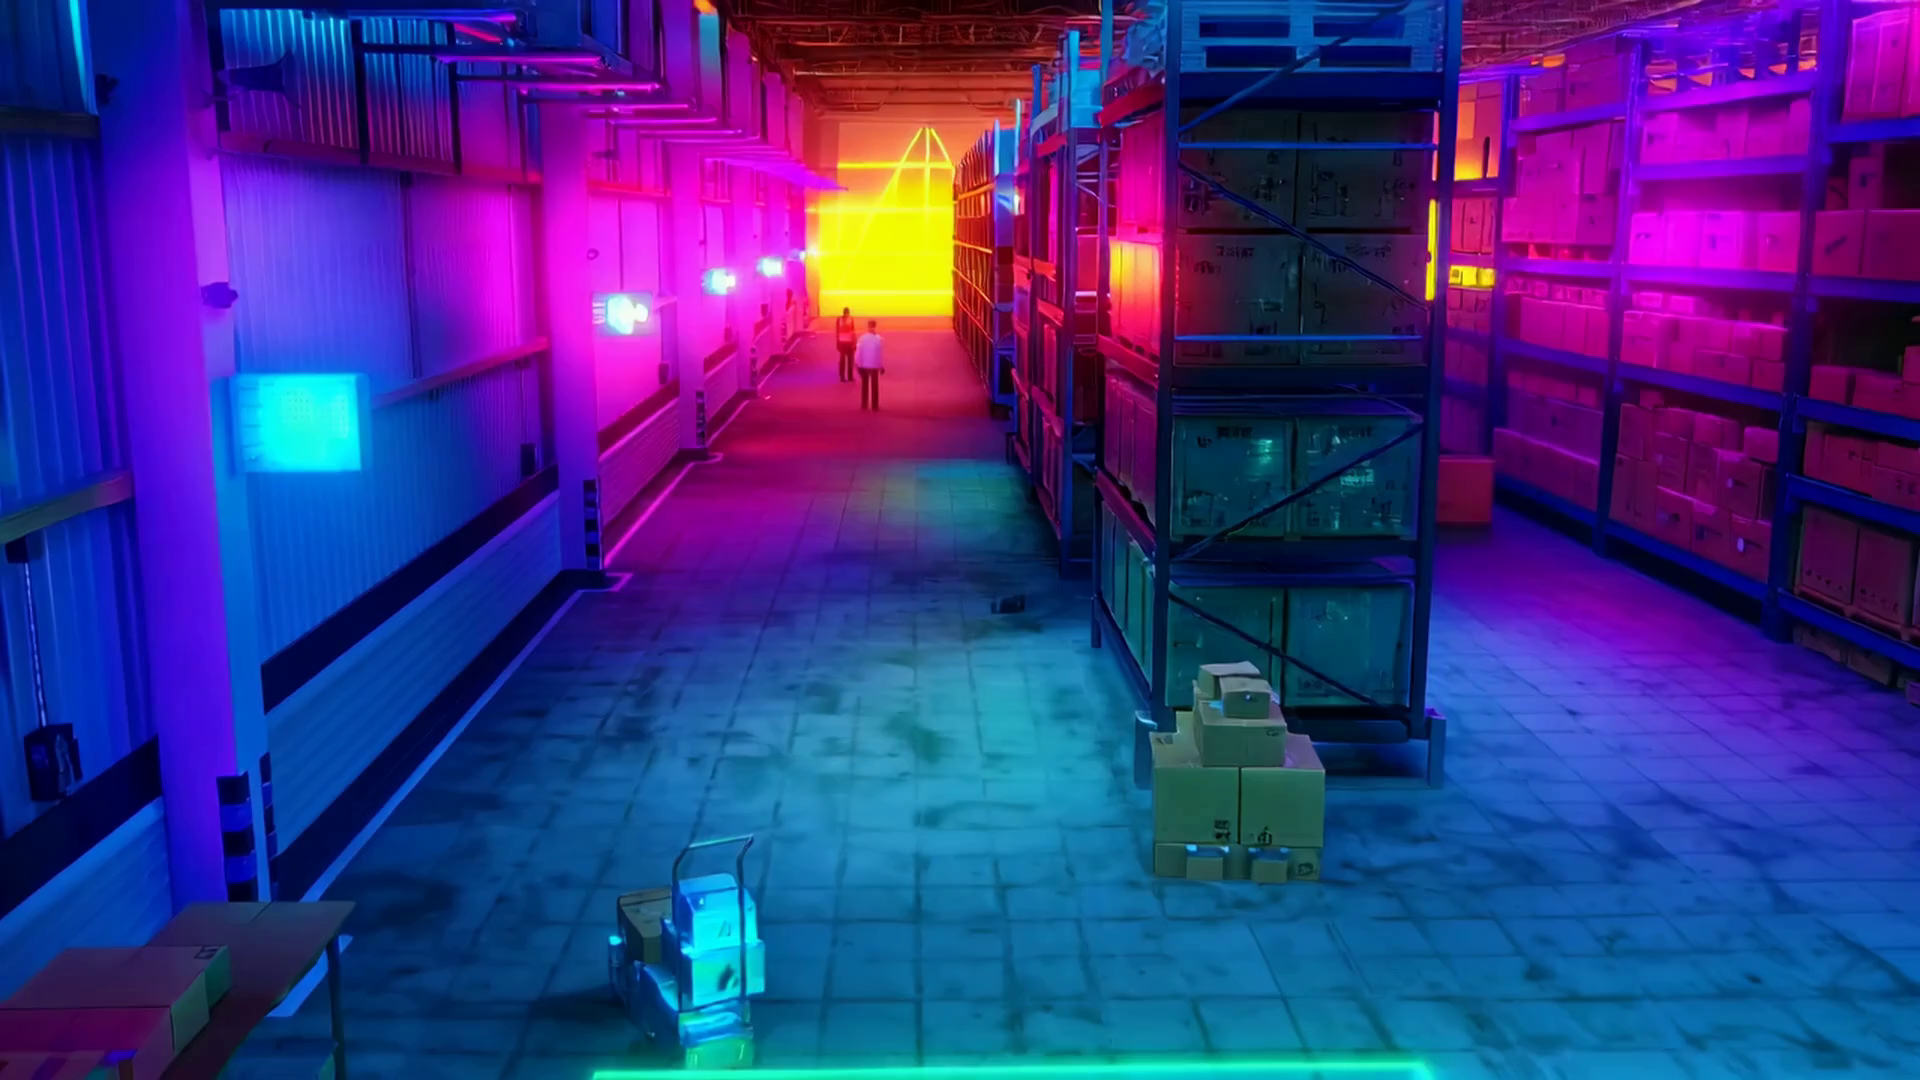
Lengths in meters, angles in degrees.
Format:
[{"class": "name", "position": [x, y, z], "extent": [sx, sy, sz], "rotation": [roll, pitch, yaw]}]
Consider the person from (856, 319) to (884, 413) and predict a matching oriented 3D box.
[{"class": "person", "position": [-1.908, -3.705, 35.463], "extent": [0.614, 1.988, 0.405], "rotation": [-4, 12, -22]}]

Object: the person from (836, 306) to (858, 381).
[{"class": "person", "position": [-2.885, -5.010, 42.452], "extent": [0.587, 1.913, 0.398], "rotation": [-5, 12, -24]}]

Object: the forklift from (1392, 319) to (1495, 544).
[{"class": "forklift", "position": [5.761, -1.398, 21.122], "extent": [1.873, 2.768, 1.129], "rotation": [0, 11, -2]}]

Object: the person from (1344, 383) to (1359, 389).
[{"class": "person", "position": [7.640, -3.025, 32.855], "extent": [0.557, 1.613, 0.523], "rotation": [5, 12, 24]}]
